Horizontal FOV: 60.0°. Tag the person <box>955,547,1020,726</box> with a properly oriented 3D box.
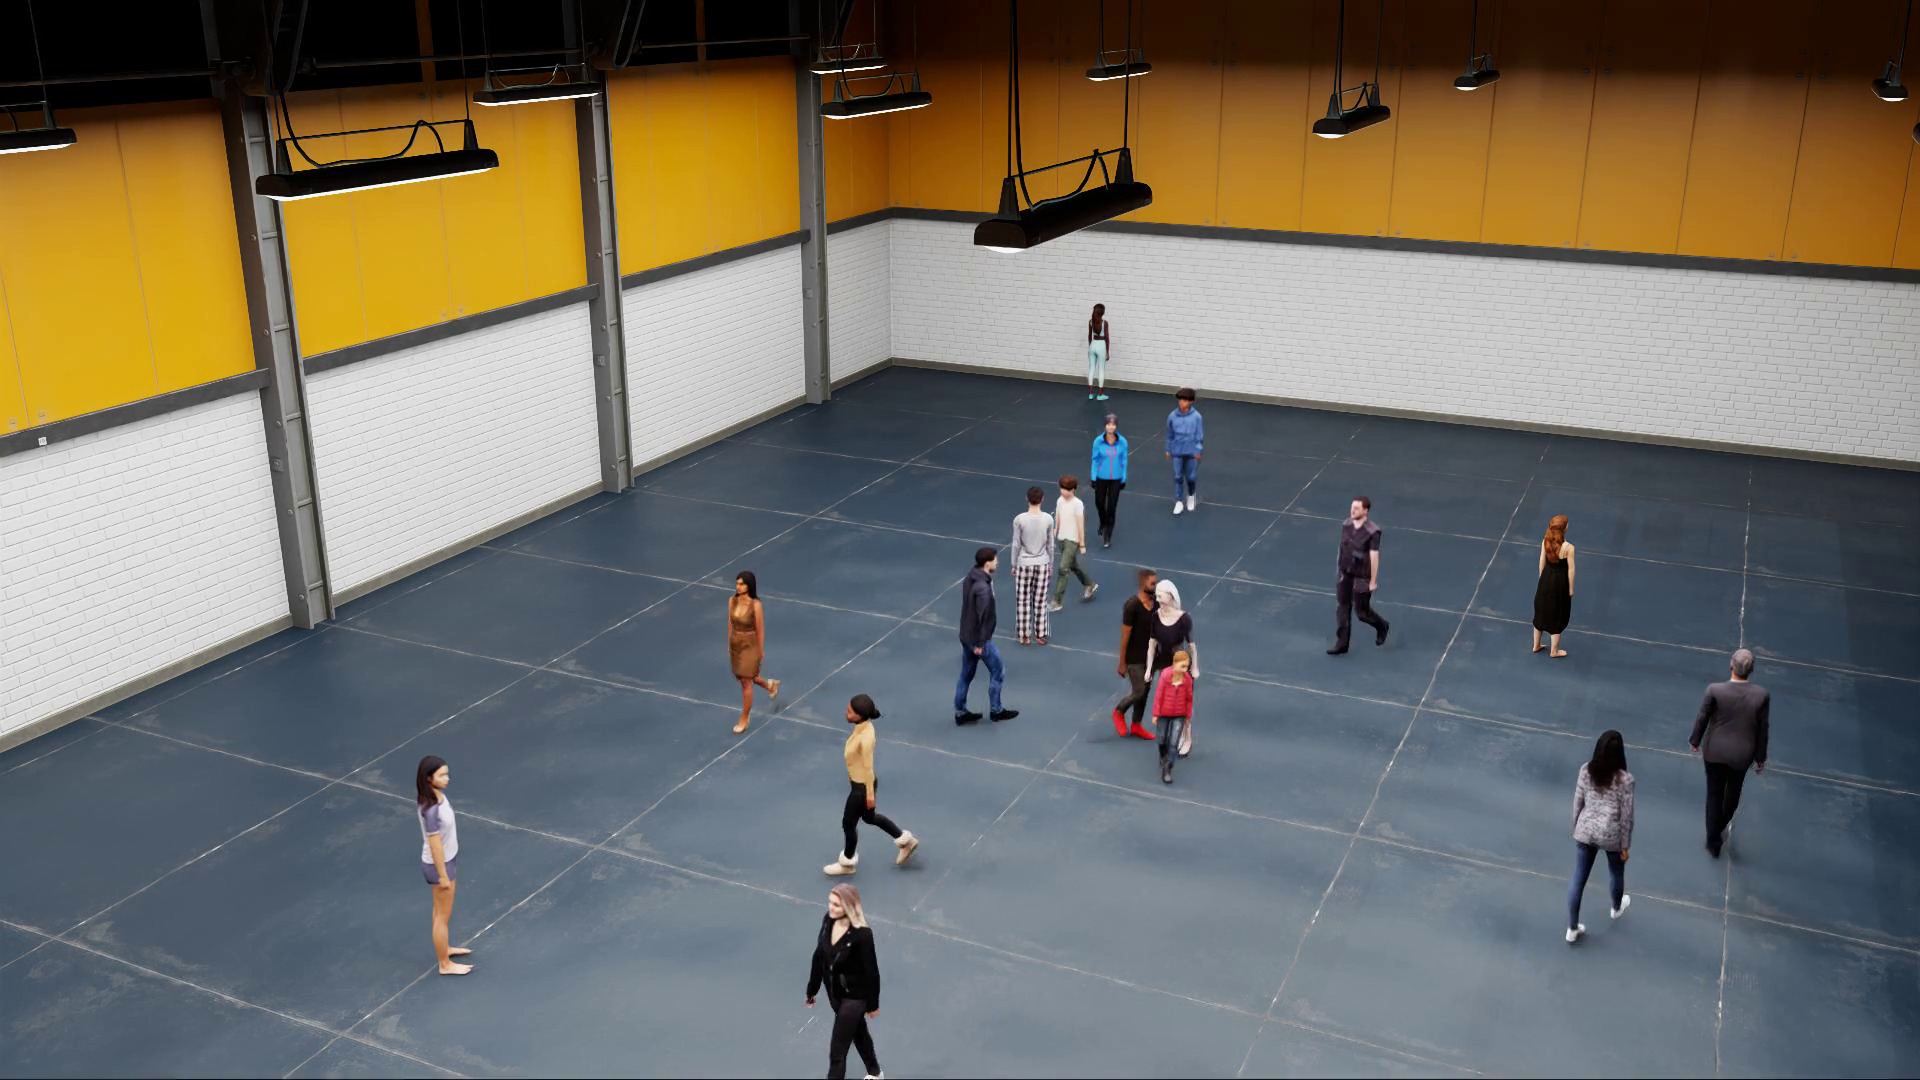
[{"bbox_3d":[0.084,0.982,16.619,1.022,1.864,0.958,-7,20,-21],"label":"person"}]

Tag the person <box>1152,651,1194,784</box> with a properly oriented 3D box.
[{"bbox_3d":[1.980,1.621,15.609,0.663,1.297,0.776,2,19,4],"label":"person"}]

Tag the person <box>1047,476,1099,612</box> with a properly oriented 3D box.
[{"bbox_3d":[1.370,0.025,19.844,1.195,1.619,0.906,-16,24,-39],"label":"person"}]

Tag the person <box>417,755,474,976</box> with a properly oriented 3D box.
[{"bbox_3d":[-3.916,2.430,12.527,0.722,1.731,0.641,-5,19,-14],"label":"person"}]

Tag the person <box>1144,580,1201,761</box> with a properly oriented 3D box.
[{"bbox_3d":[2.100,1.238,15.965,0.671,1.795,0.688,8,20,22],"label":"person"}]

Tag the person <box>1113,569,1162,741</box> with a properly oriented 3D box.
[{"bbox_3d":[1.719,1.125,16.307,0.878,1.791,0.787,16,24,40],"label":"person"}]

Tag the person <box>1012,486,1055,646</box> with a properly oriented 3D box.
[{"bbox_3d":[0.826,0.287,18.692,0.785,1.856,0.837,-2,19,-6],"label":"person"}]

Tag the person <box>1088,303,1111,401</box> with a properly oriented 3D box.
[{"bbox_3d":[2.468,-3.384,29.800,0.592,1.724,0.566,12,22,31],"label":"person"}]

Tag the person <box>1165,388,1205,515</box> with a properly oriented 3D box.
[{"bbox_3d":[3.183,-1.277,23.426,0.700,1.801,0.652,7,20,19],"label":"person"}]

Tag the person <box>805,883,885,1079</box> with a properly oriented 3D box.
[{"bbox_3d":[-0.668,2.987,10.993,1.106,1.654,0.849,-17,25,-40],"label":"person"}]

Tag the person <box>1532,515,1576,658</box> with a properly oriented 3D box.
[{"bbox_3d":[6.579,0.498,18.428,0.692,1.625,0.658,-15,24,-37],"label":"person"}]

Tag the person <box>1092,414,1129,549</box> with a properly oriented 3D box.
[{"bbox_3d":[1.974,-0.813,22.065,0.745,1.790,0.822,2,19,7],"label":"person"}]

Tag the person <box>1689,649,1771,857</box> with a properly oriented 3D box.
[{"bbox_3d":[6.558,1.839,14.153,0.867,1.812,1.078,5,19,14],"label":"person"}]

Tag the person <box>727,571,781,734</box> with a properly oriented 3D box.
[{"bbox_3d":[-2.087,1.079,16.627,0.676,1.674,0.985,12,22,32],"label":"person"}]

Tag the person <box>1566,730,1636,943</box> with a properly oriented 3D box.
[{"bbox_3d":[4.918,2.326,12.882,0.823,1.701,1.095,15,24,38],"label":"person"}]

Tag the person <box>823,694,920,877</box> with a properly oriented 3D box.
[{"bbox_3d":[-0.718,2.042,13.835,0.989,1.631,1.074,-1,19,-4],"label":"person"}]

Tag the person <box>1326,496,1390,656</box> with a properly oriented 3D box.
[{"bbox_3d":[4.446,0.395,18.418,1.139,1.828,1.022,-11,22,-30],"label":"person"}]
